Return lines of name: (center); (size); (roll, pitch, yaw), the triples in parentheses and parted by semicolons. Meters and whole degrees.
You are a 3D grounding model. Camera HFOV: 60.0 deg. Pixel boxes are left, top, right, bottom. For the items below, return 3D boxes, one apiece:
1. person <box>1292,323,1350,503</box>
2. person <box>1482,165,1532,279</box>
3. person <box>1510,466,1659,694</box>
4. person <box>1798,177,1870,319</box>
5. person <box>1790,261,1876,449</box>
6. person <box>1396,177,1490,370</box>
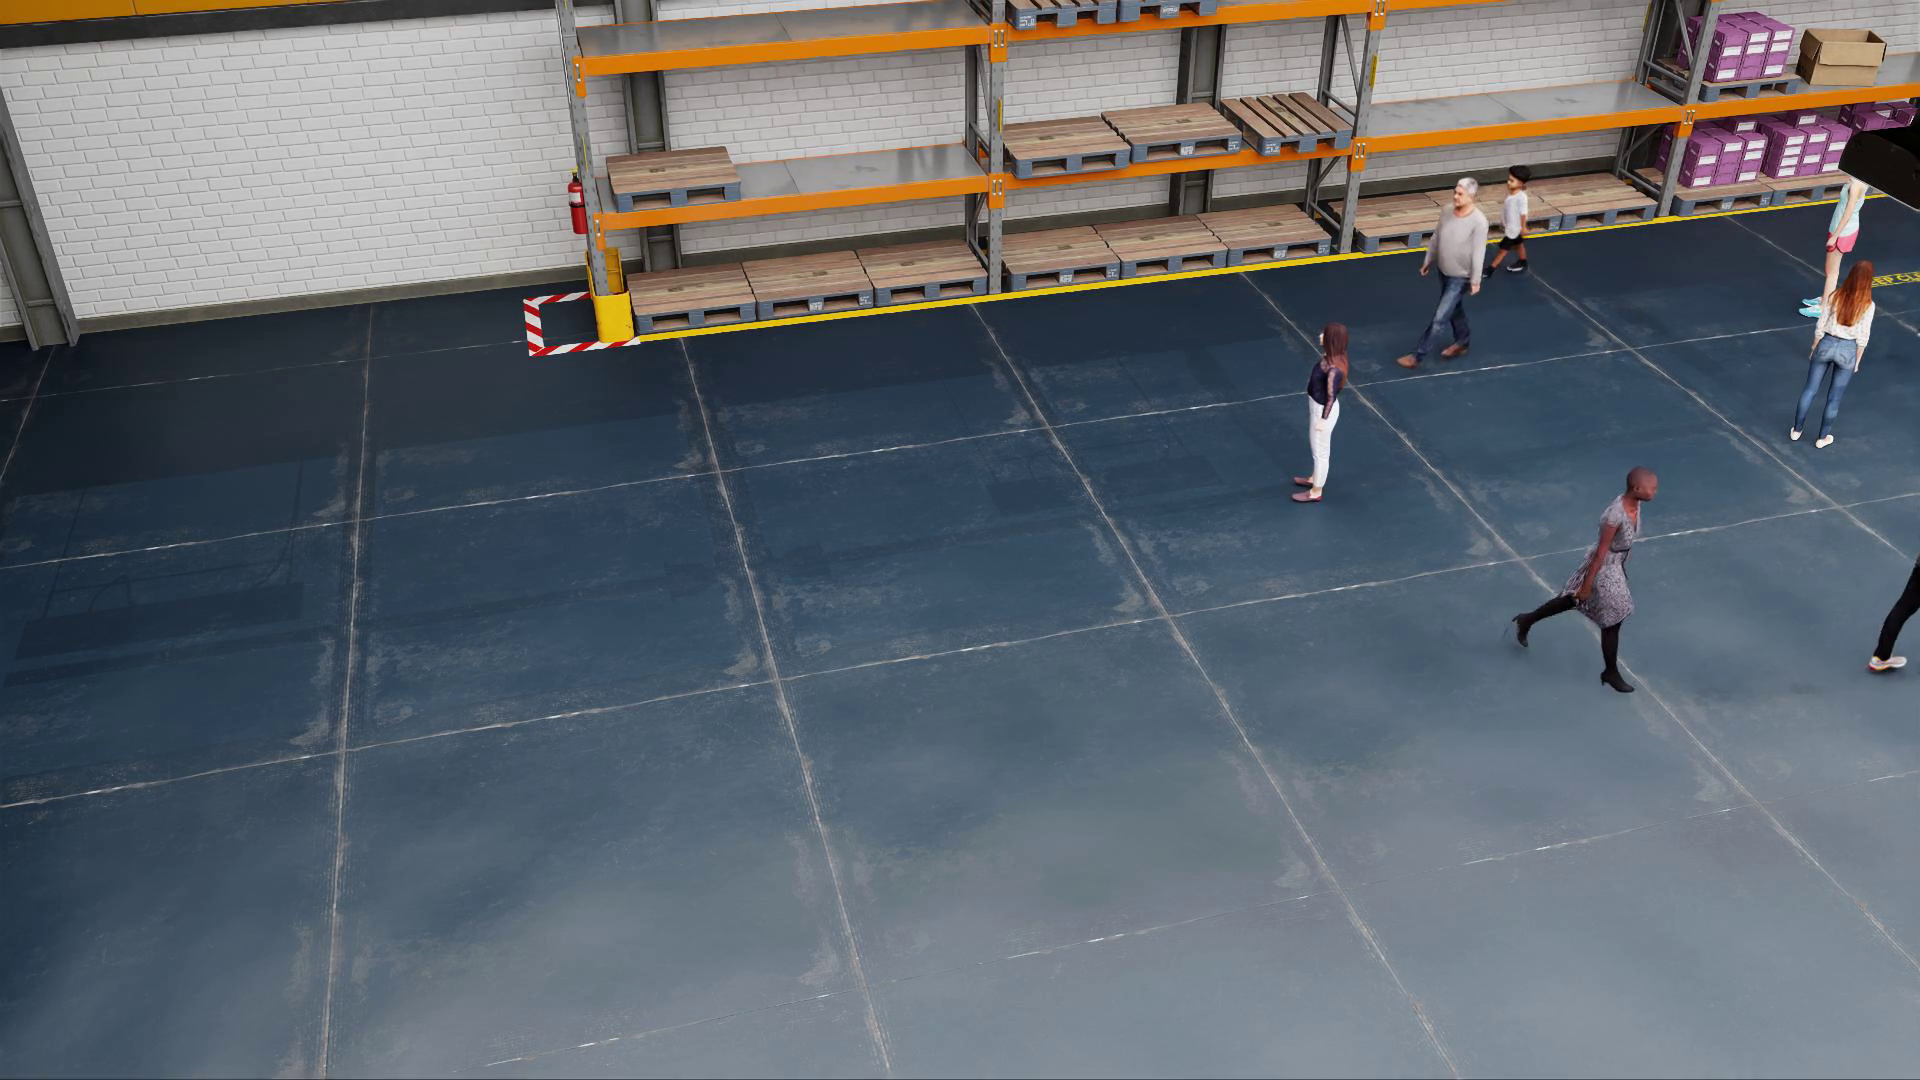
person: (2.972, -1.055, 13.659); (0.691, 1.608, 0.681); (8, 34, 11)
person: (5.855, -3.322, 17.434); (0.900, 1.205, 0.491); (-9, 35, -13)
person: (4.373, 0.221, 11.619); (1.218, 1.741, 1.217); (24, 40, 31)
person: (8.771, -3.066, 16.543); (0.757, 1.765, 0.692); (20, 38, 27)
person: (7.583, -1.617, 14.396); (0.654, 1.729, 0.682); (25, 41, 32)
person: (4.703, -2.502, 15.615); (1.244, 1.854, 0.904); (-14, 36, -20)
